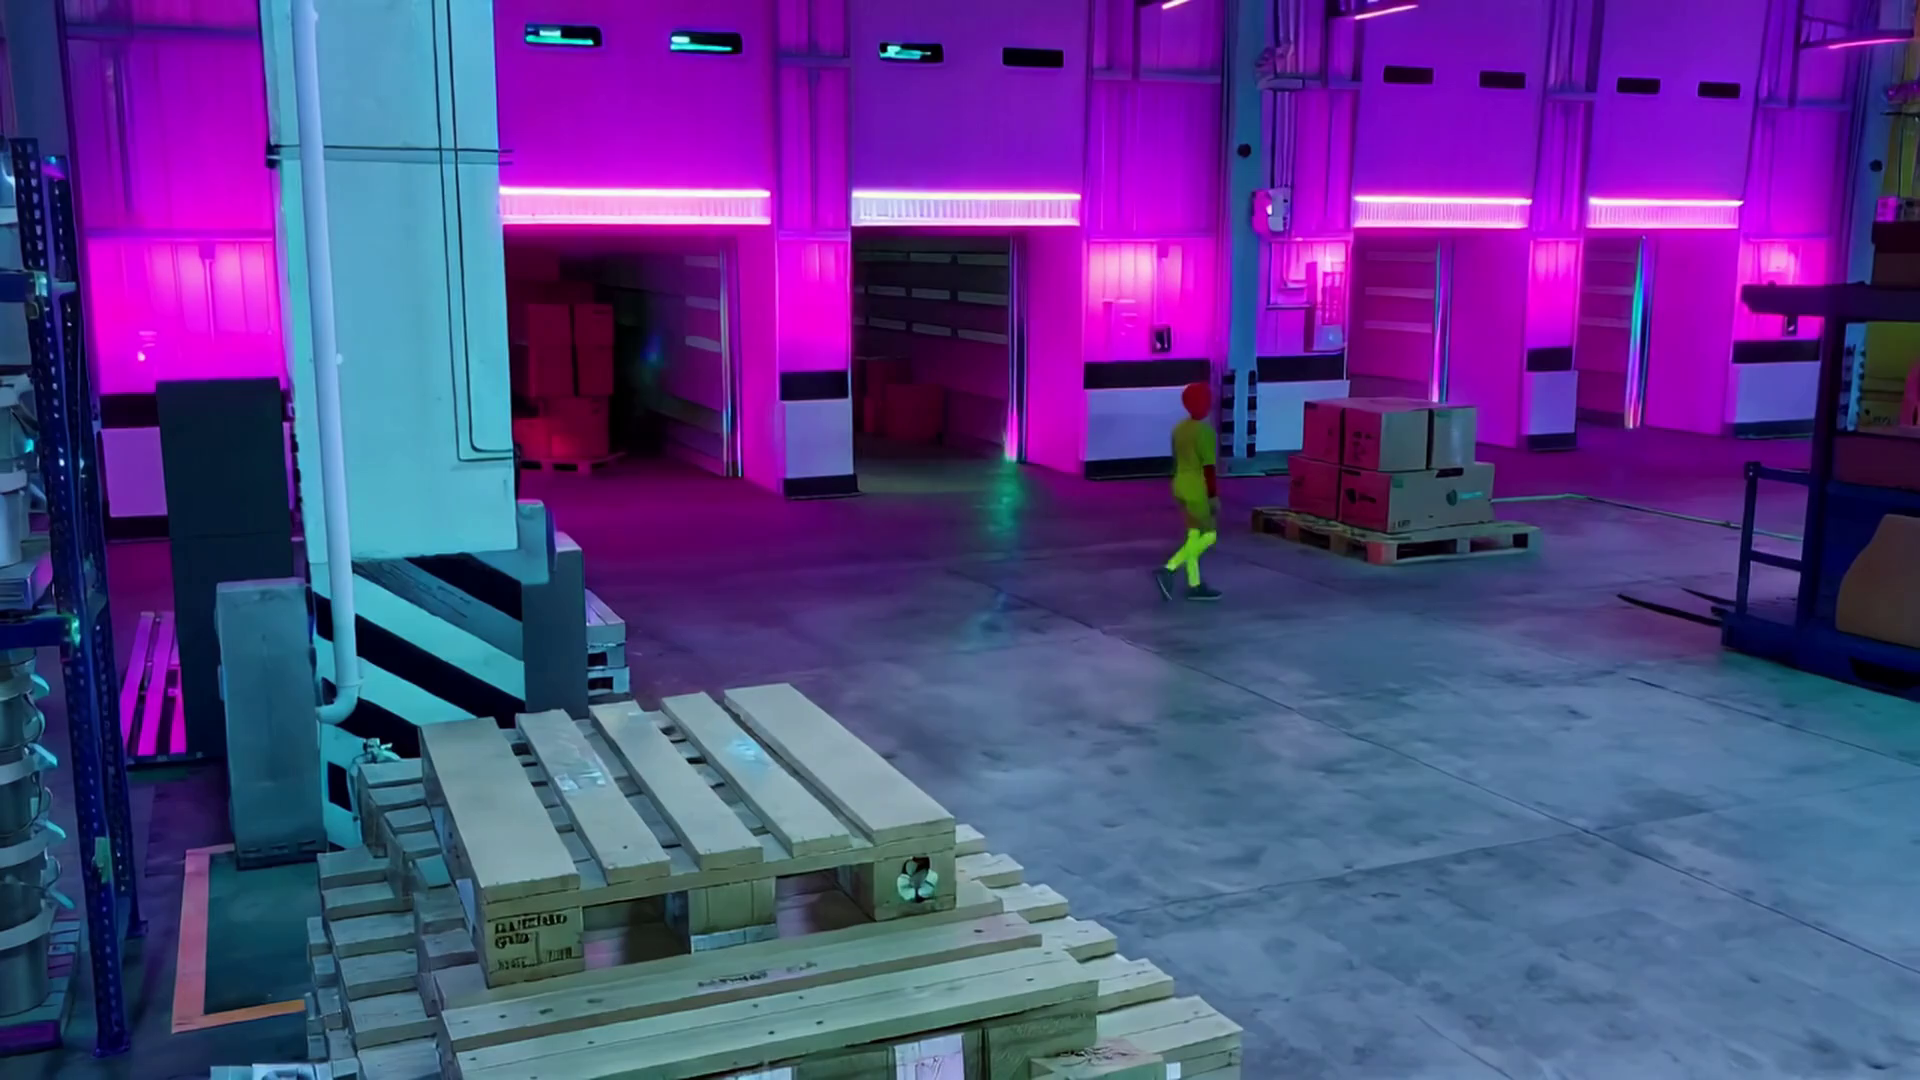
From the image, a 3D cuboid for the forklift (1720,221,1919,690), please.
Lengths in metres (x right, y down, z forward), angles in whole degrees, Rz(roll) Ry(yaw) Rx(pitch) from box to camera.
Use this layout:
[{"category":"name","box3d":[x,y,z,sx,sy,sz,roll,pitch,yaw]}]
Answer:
[{"category":"forklift","box3d":[5.949,-0.550,10.218,1.129,2.768,1.873,-4,11,-23]}]

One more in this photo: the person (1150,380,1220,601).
[{"category":"person","box3d":[1.696,-0.350,12.397,0.553,1.683,0.548,-3,11,-18]}]
